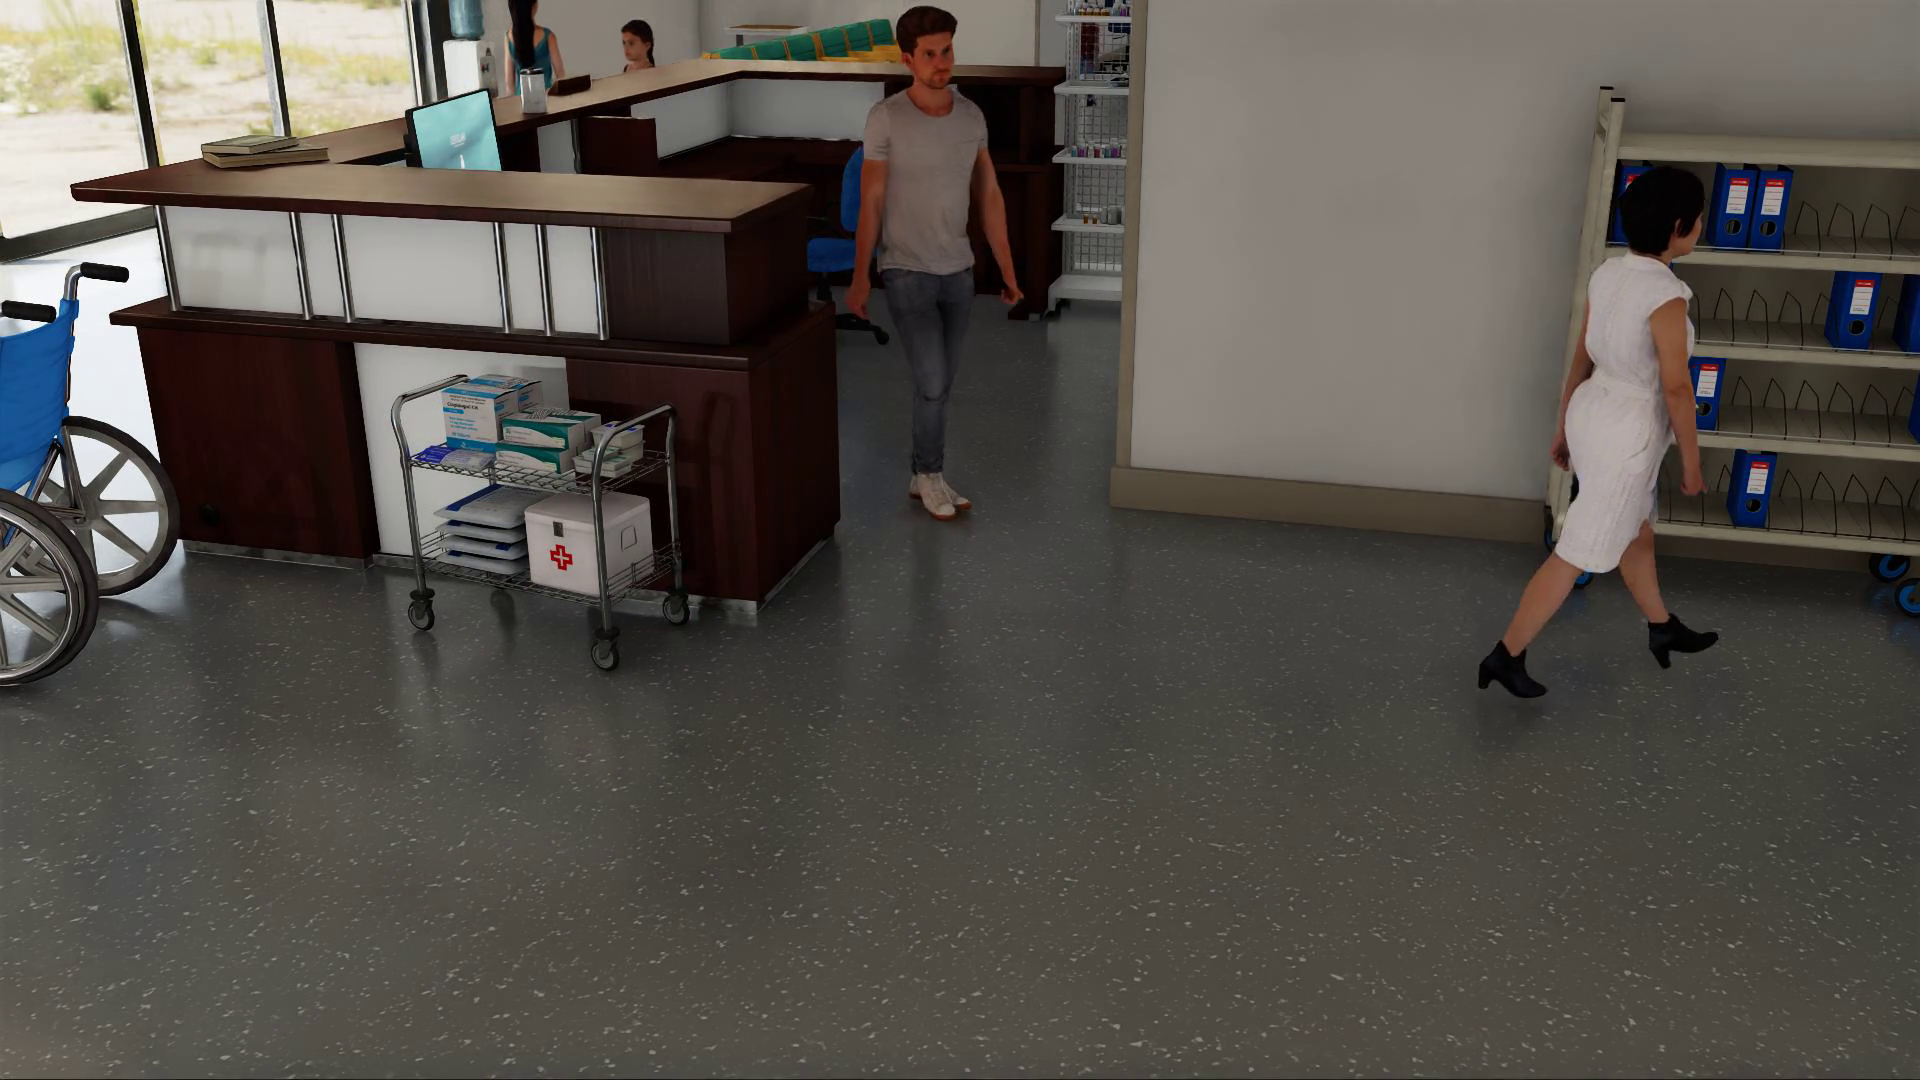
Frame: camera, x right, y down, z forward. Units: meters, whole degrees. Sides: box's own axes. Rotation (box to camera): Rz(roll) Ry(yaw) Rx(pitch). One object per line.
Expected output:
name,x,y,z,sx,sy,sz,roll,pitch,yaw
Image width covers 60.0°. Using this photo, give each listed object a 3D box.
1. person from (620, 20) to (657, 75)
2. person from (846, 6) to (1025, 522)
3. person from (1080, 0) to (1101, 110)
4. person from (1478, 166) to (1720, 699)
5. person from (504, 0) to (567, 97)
person,-1.939,-2.468,10.524,1.065,1.523,0.859,15,26,35
person,-0.173,-0.987,6.128,0.926,1.866,0.965,-15,26,-35
person,1.418,-5.540,19.041,0.794,1.233,0.595,7,22,18
person,1.759,-0.228,4.636,1.107,1.504,0.867,-4,21,-10
person,-3.064,-3.084,11.946,0.691,1.667,0.665,3,21,8
